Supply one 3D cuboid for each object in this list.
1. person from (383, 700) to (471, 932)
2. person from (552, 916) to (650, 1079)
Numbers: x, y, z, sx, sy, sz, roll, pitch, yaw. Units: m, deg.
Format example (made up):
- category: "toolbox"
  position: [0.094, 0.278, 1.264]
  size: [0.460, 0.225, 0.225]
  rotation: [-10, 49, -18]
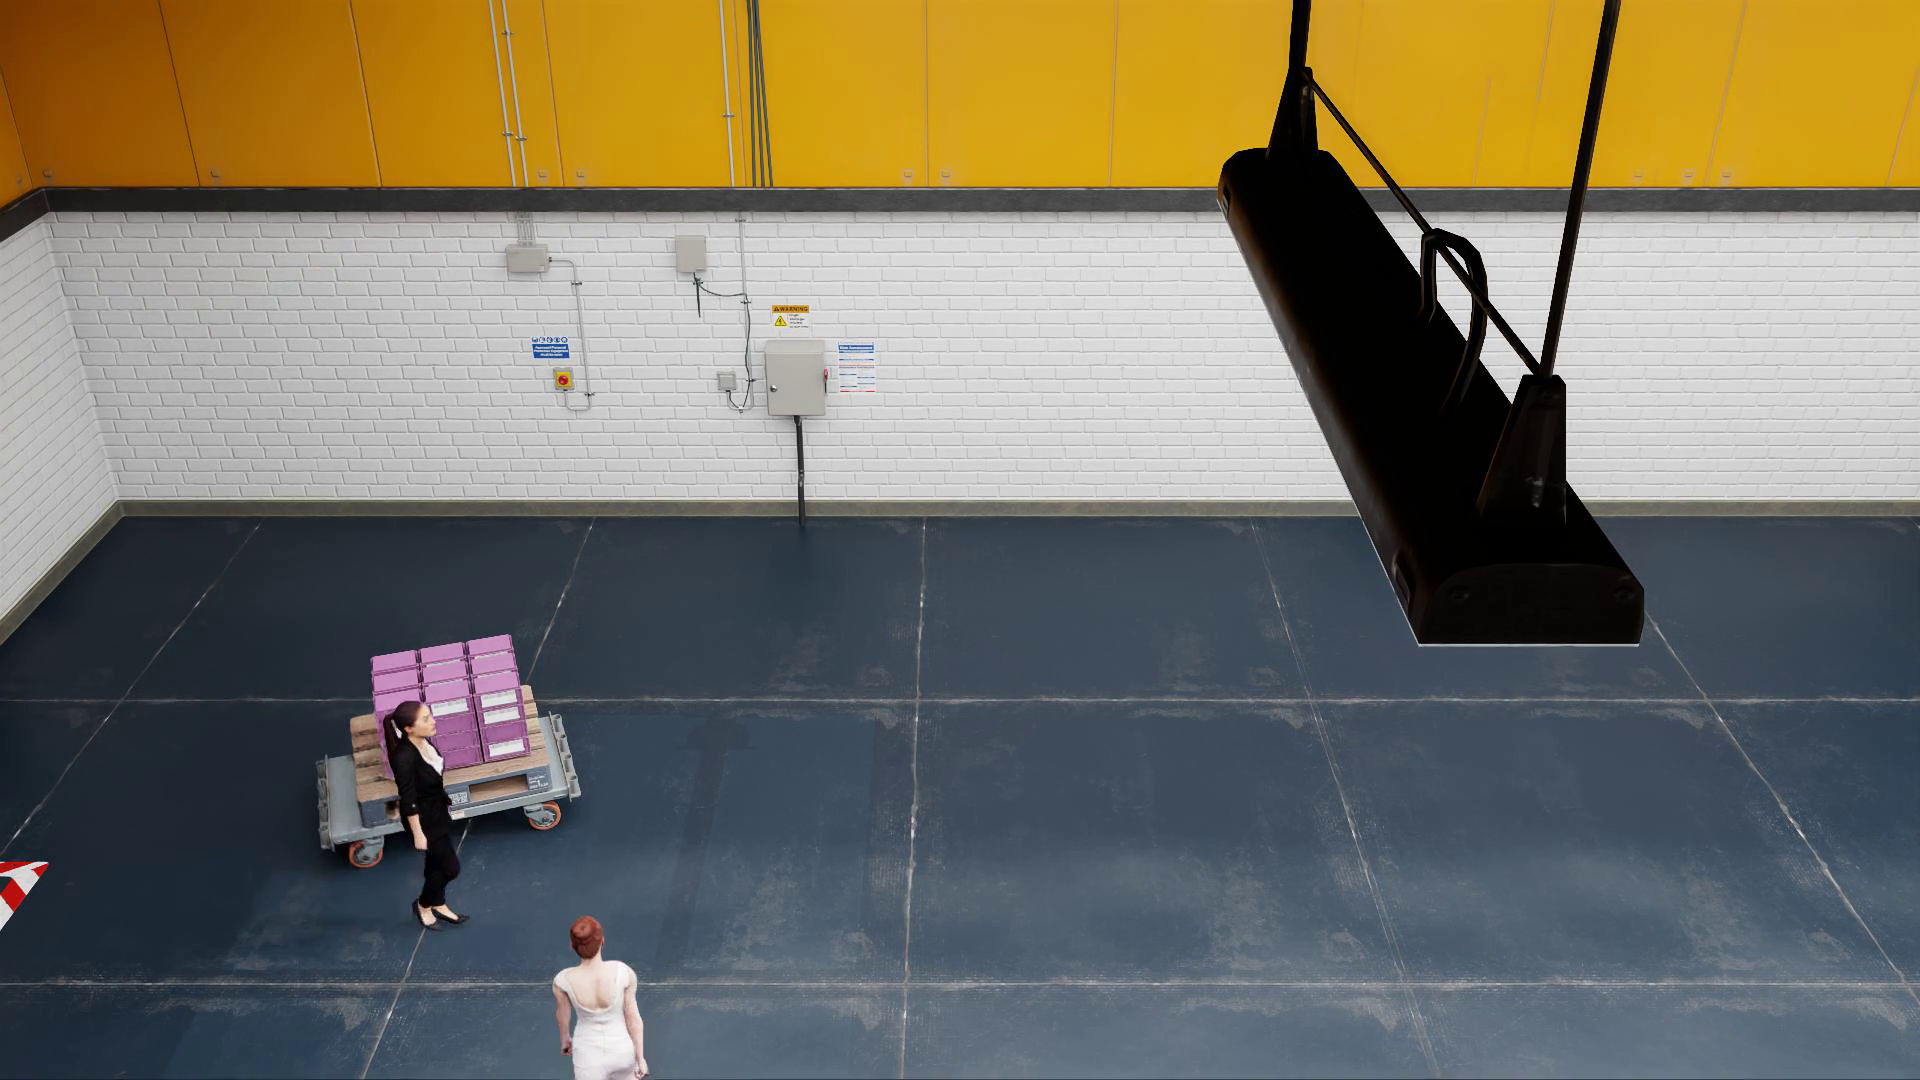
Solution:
- category: "person"
  position: [-3.270, 1.675, 9.944]
  size: [0.684, 1.651, 0.541]
  rotation: [-2, 29, -3]
- category: "person"
  position: [-1.733, 2.621, 8.110]
  size: [0.702, 1.746, 1.140]
  rotation: [-4, 29, -7]
